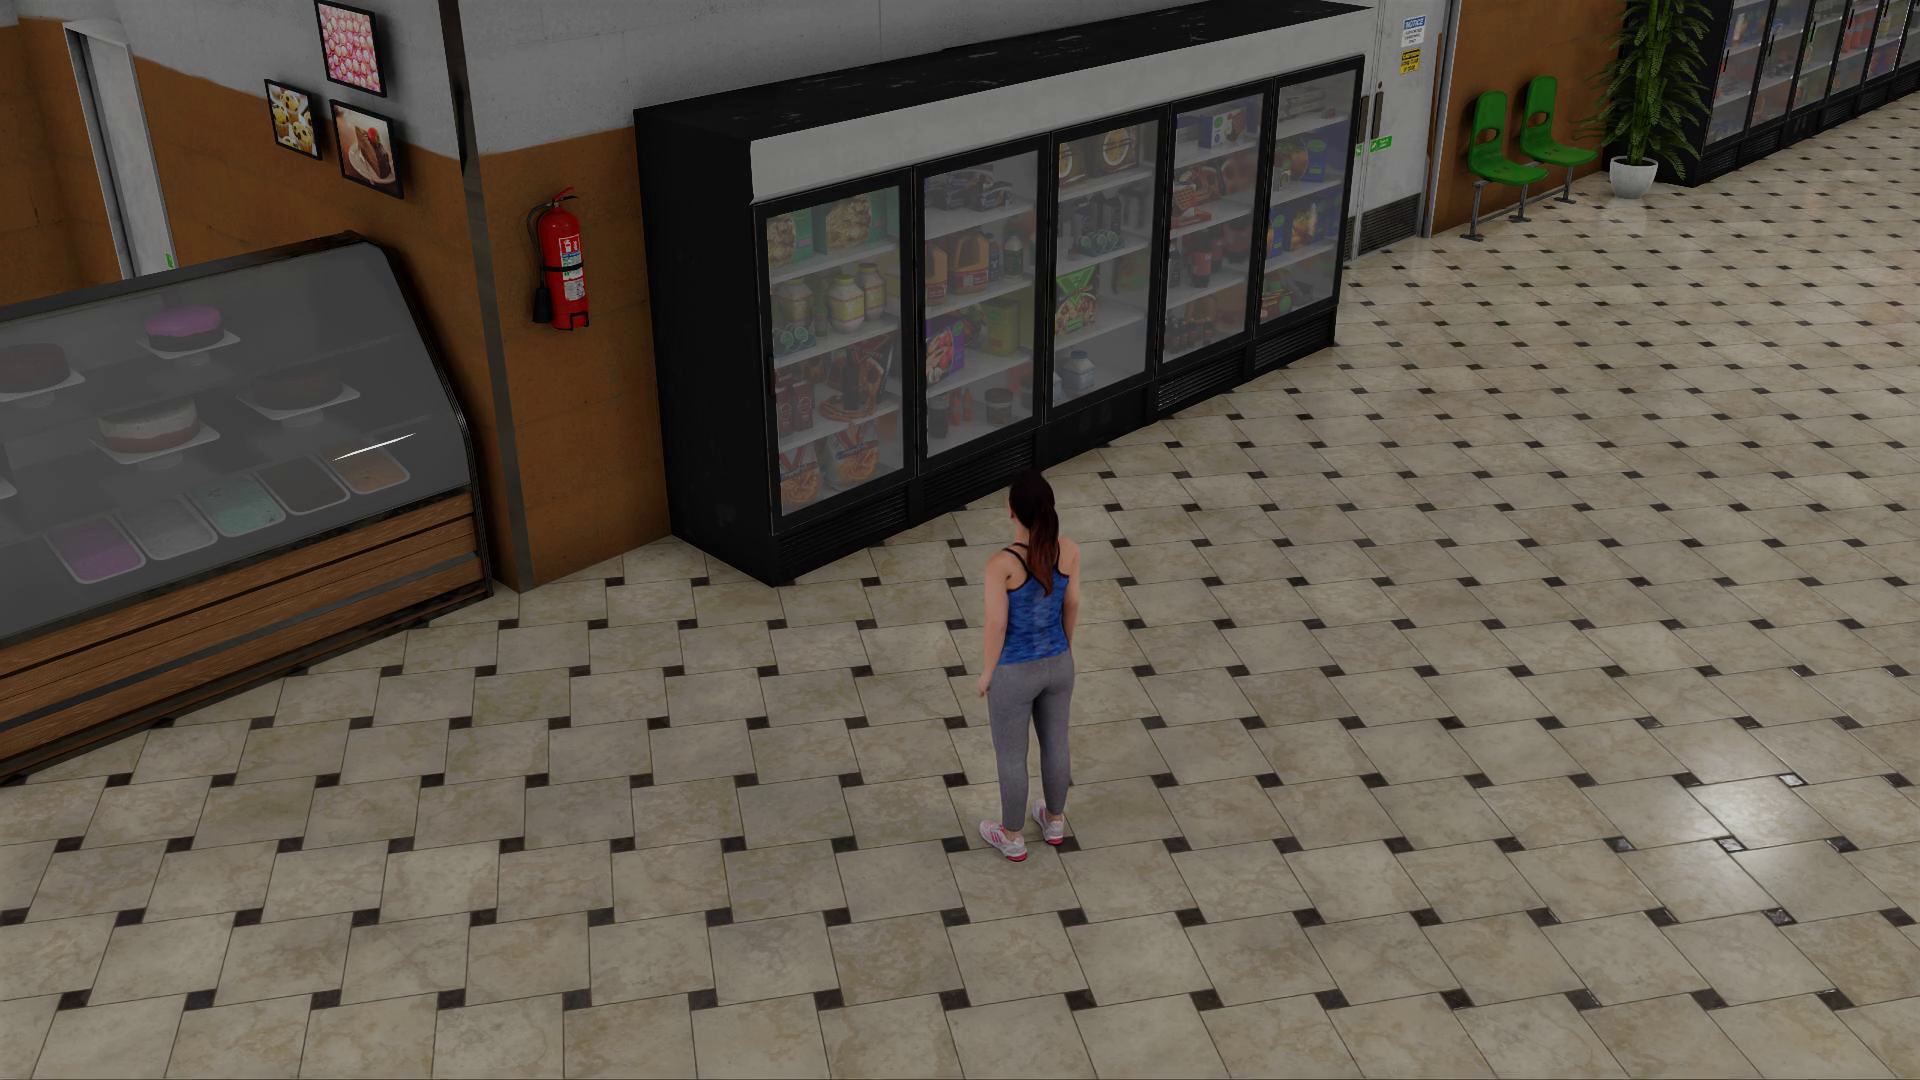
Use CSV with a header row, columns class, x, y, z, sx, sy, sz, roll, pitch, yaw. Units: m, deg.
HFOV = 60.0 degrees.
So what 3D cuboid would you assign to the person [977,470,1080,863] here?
class,x,y,z,sx,sy,sz,roll,pitch,yaw
person,0.265,0.483,6.297,0.625,1.609,0.627,-13,30,-25
